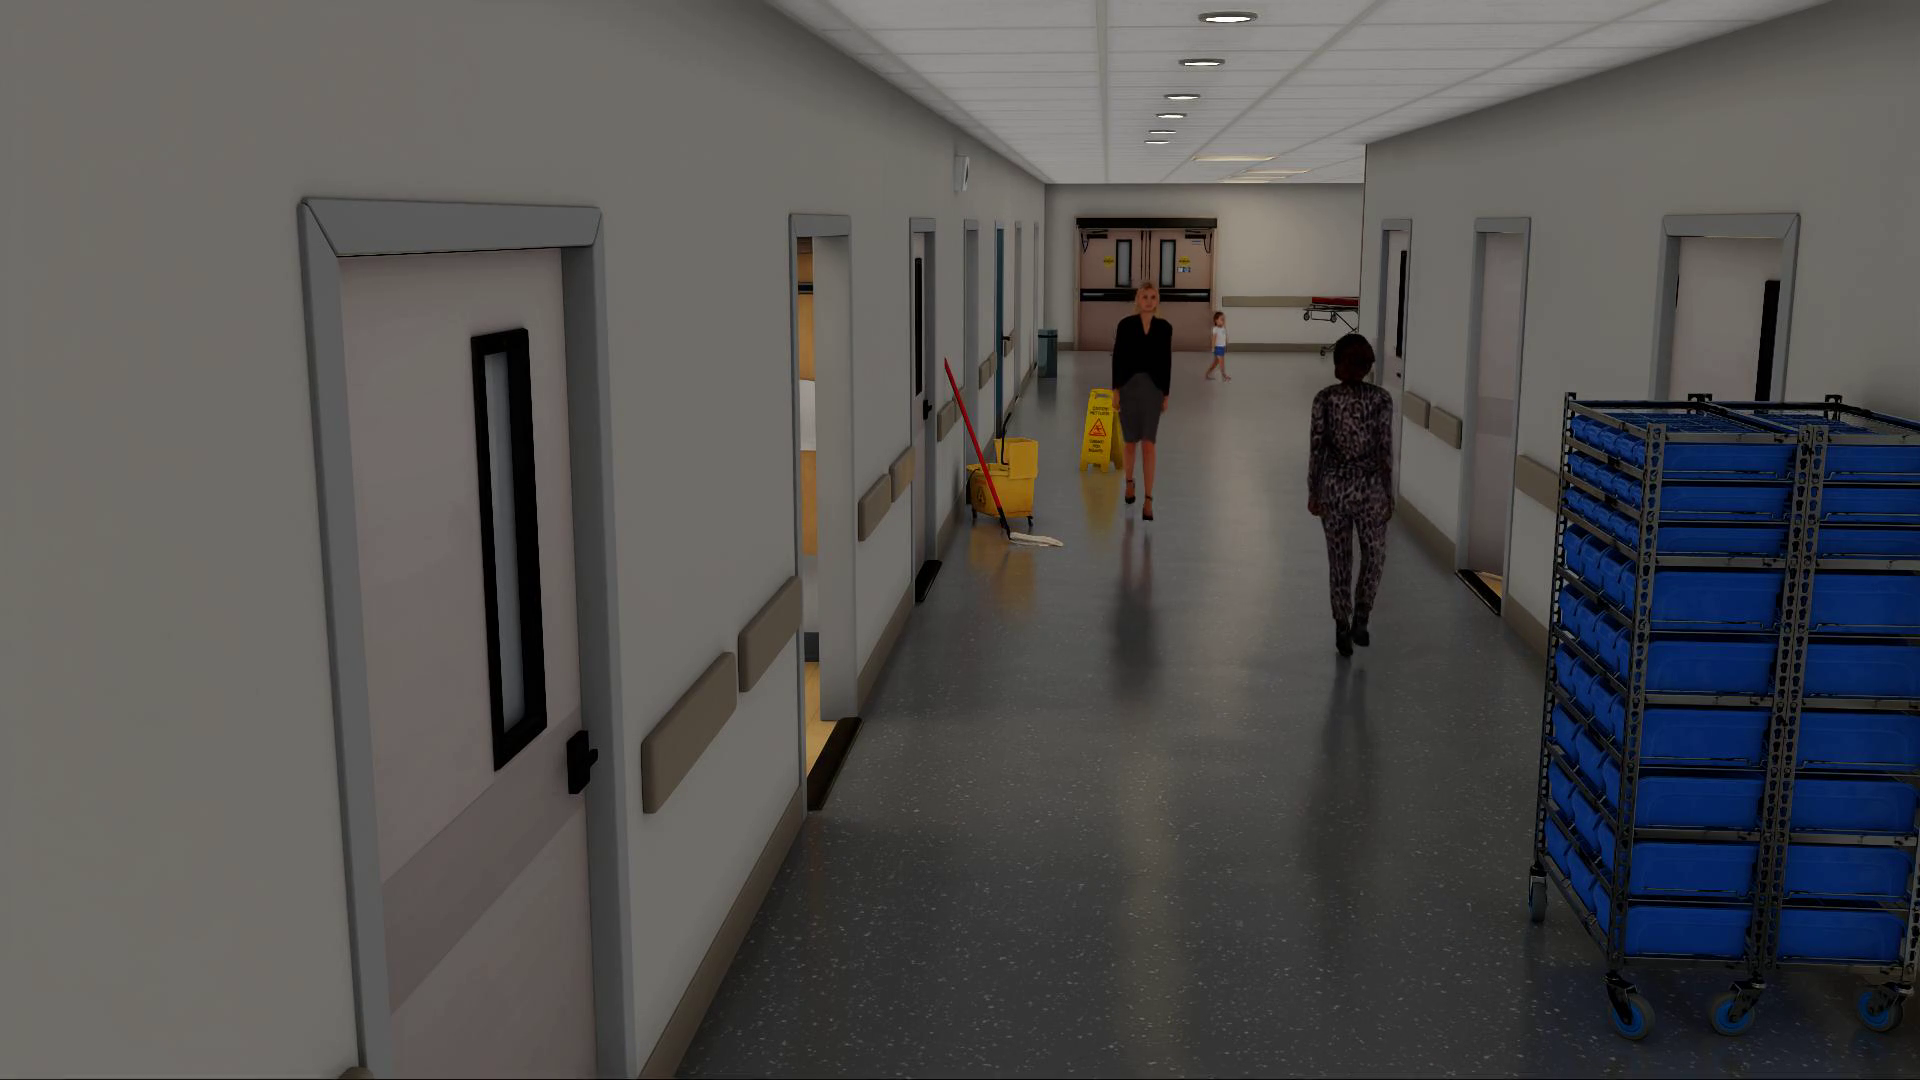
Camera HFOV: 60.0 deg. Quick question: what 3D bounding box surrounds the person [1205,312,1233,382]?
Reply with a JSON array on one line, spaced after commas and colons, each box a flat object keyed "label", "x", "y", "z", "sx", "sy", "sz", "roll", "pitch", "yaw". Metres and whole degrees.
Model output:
[{"label": "person", "x": 3.759, "y": -2.826, "z": 24.354, "sx": 0.706, "sy": 1.003, "sz": 0.738, "roll": -10, "pitch": 15, "yaw": -44}]

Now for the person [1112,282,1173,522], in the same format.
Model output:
[{"label": "person", "x": 1.376, "y": -1.058, "z": 12.908, "sx": 0.617, "sy": 1.797, "sz": 1.152, "roll": 1, "pitch": 11, "yaw": 3}]

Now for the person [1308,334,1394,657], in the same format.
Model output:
[{"label": "person", "x": 2.046, "y": -0.211, "z": 8.686, "sx": 0.643, "sy": 1.707, "sz": 0.677, "roll": 3, "pitch": 11, "yaw": 14}]
